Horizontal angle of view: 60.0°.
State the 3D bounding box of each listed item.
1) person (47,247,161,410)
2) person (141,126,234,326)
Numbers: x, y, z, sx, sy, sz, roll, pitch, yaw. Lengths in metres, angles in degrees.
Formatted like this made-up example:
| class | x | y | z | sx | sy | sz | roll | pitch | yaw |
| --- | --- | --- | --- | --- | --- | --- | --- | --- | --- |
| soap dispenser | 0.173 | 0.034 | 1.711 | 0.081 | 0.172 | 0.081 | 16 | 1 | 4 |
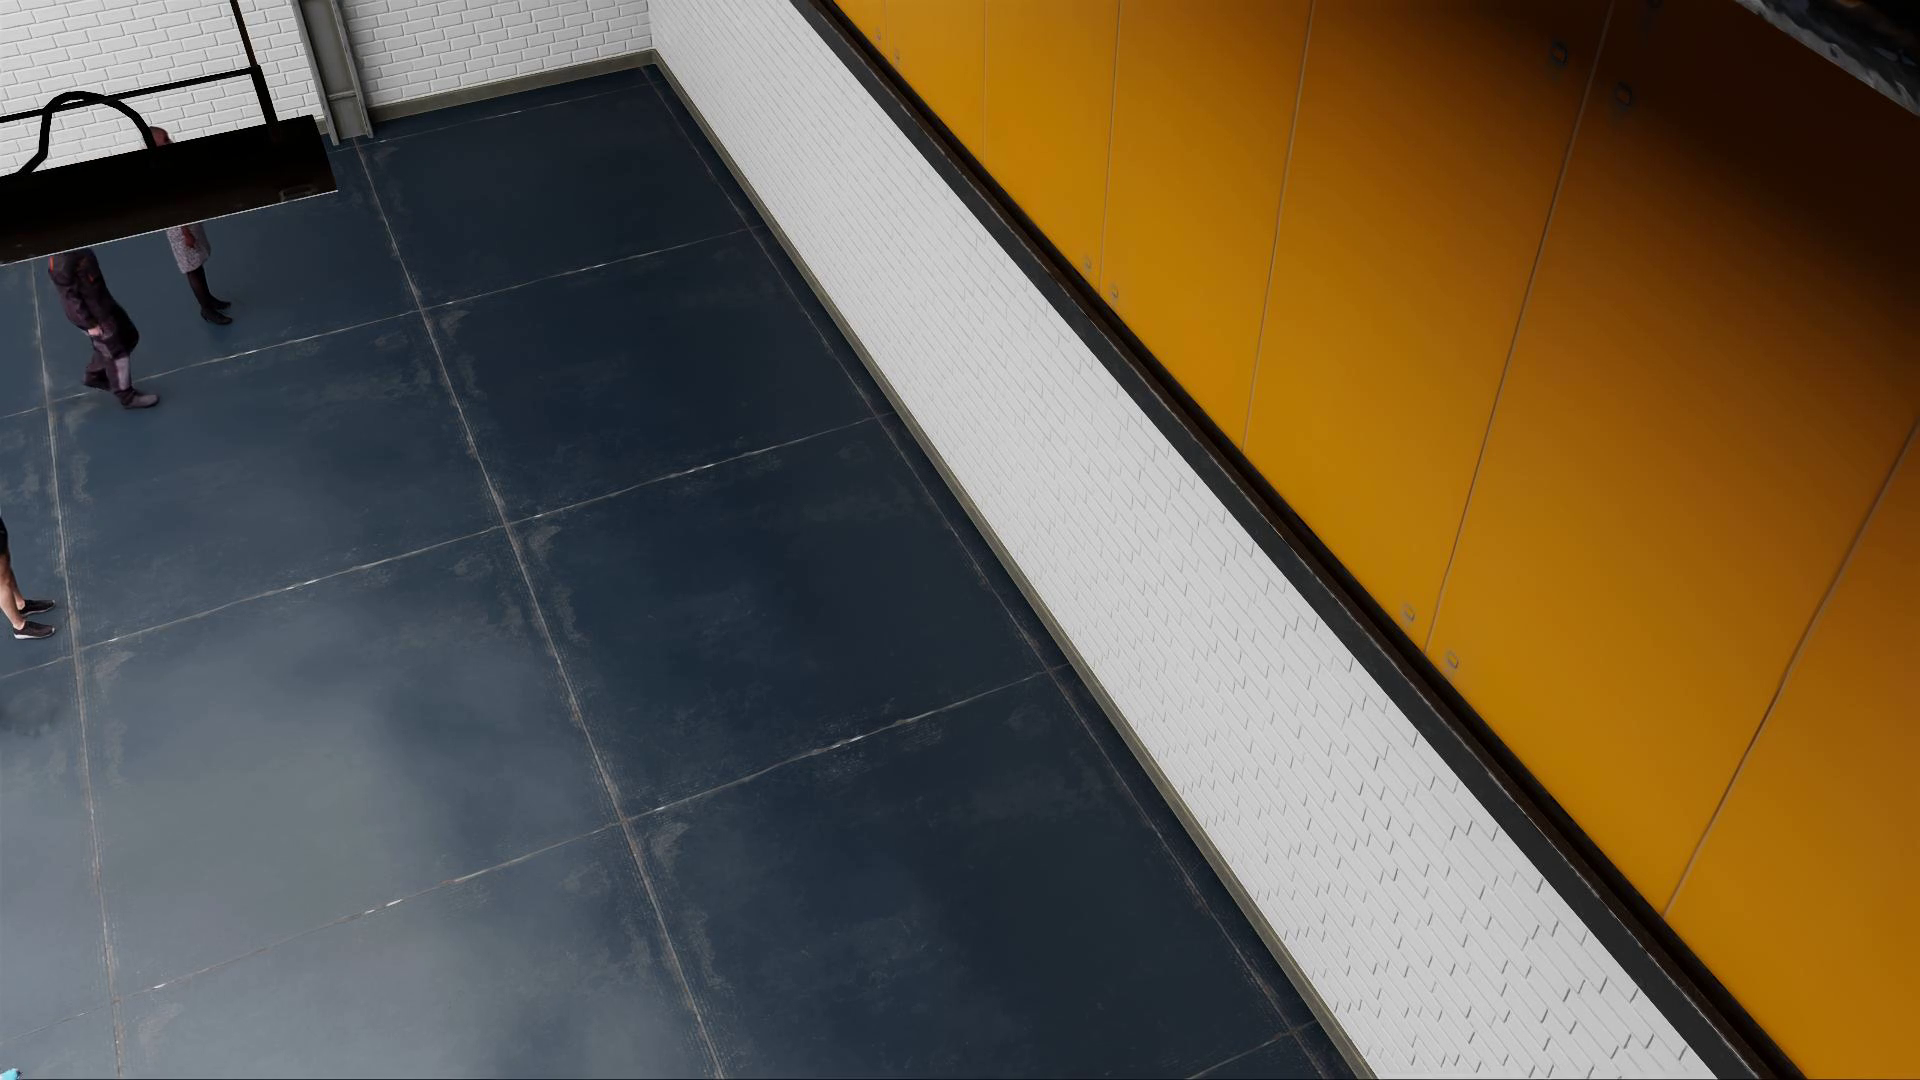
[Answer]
| class | x | y | z | sx | sy | sz | roll | pitch | yaw |
| --- | --- | --- | --- | --- | --- | --- | --- | --- | --- |
| person | -6.751 | -1.776 | 12.785 | 0.852 | 1.843 | 0.800 | -9 | 44 | -9 |
| person | -6.388 | -2.593 | 13.682 | 0.568 | 1.788 | 0.637 | -12 | 45 | -13 |
